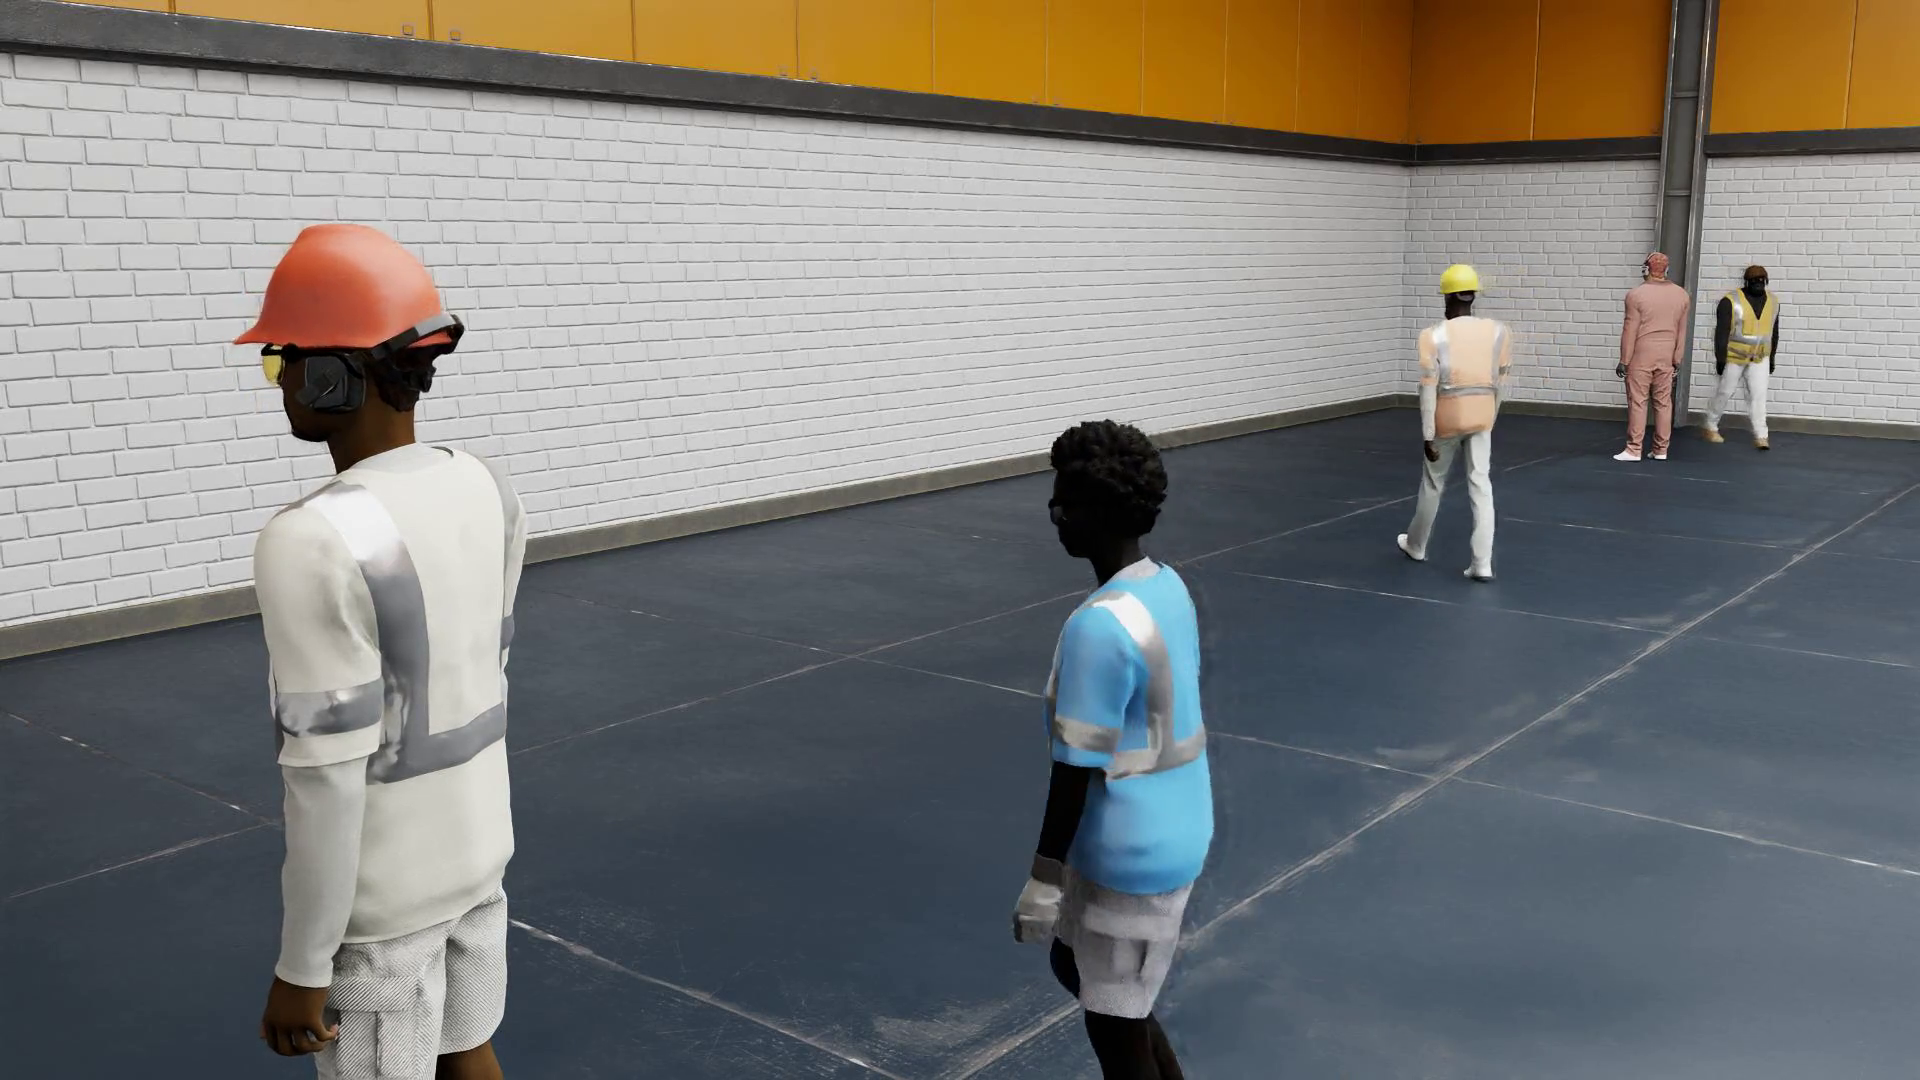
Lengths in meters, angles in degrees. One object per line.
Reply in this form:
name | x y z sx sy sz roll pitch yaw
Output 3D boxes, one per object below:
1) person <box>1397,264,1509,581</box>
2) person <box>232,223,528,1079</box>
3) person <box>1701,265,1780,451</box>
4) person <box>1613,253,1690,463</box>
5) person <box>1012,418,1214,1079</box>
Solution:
person | 3.019 -0.723 10.106 0.594 1.873 1.004 -1 10 -5
person | -0.915 0.531 2.672 0.366 2.047 0.608 2 10 10
person | 7.669 -1.791 16.283 0.665 1.792 0.971 0 10 -1
person | 6.289 -1.660 15.197 0.654 1.906 0.408 -3 11 -14
person | 0.313 0.604 3.269 0.366 1.680 0.548 3 11 16
